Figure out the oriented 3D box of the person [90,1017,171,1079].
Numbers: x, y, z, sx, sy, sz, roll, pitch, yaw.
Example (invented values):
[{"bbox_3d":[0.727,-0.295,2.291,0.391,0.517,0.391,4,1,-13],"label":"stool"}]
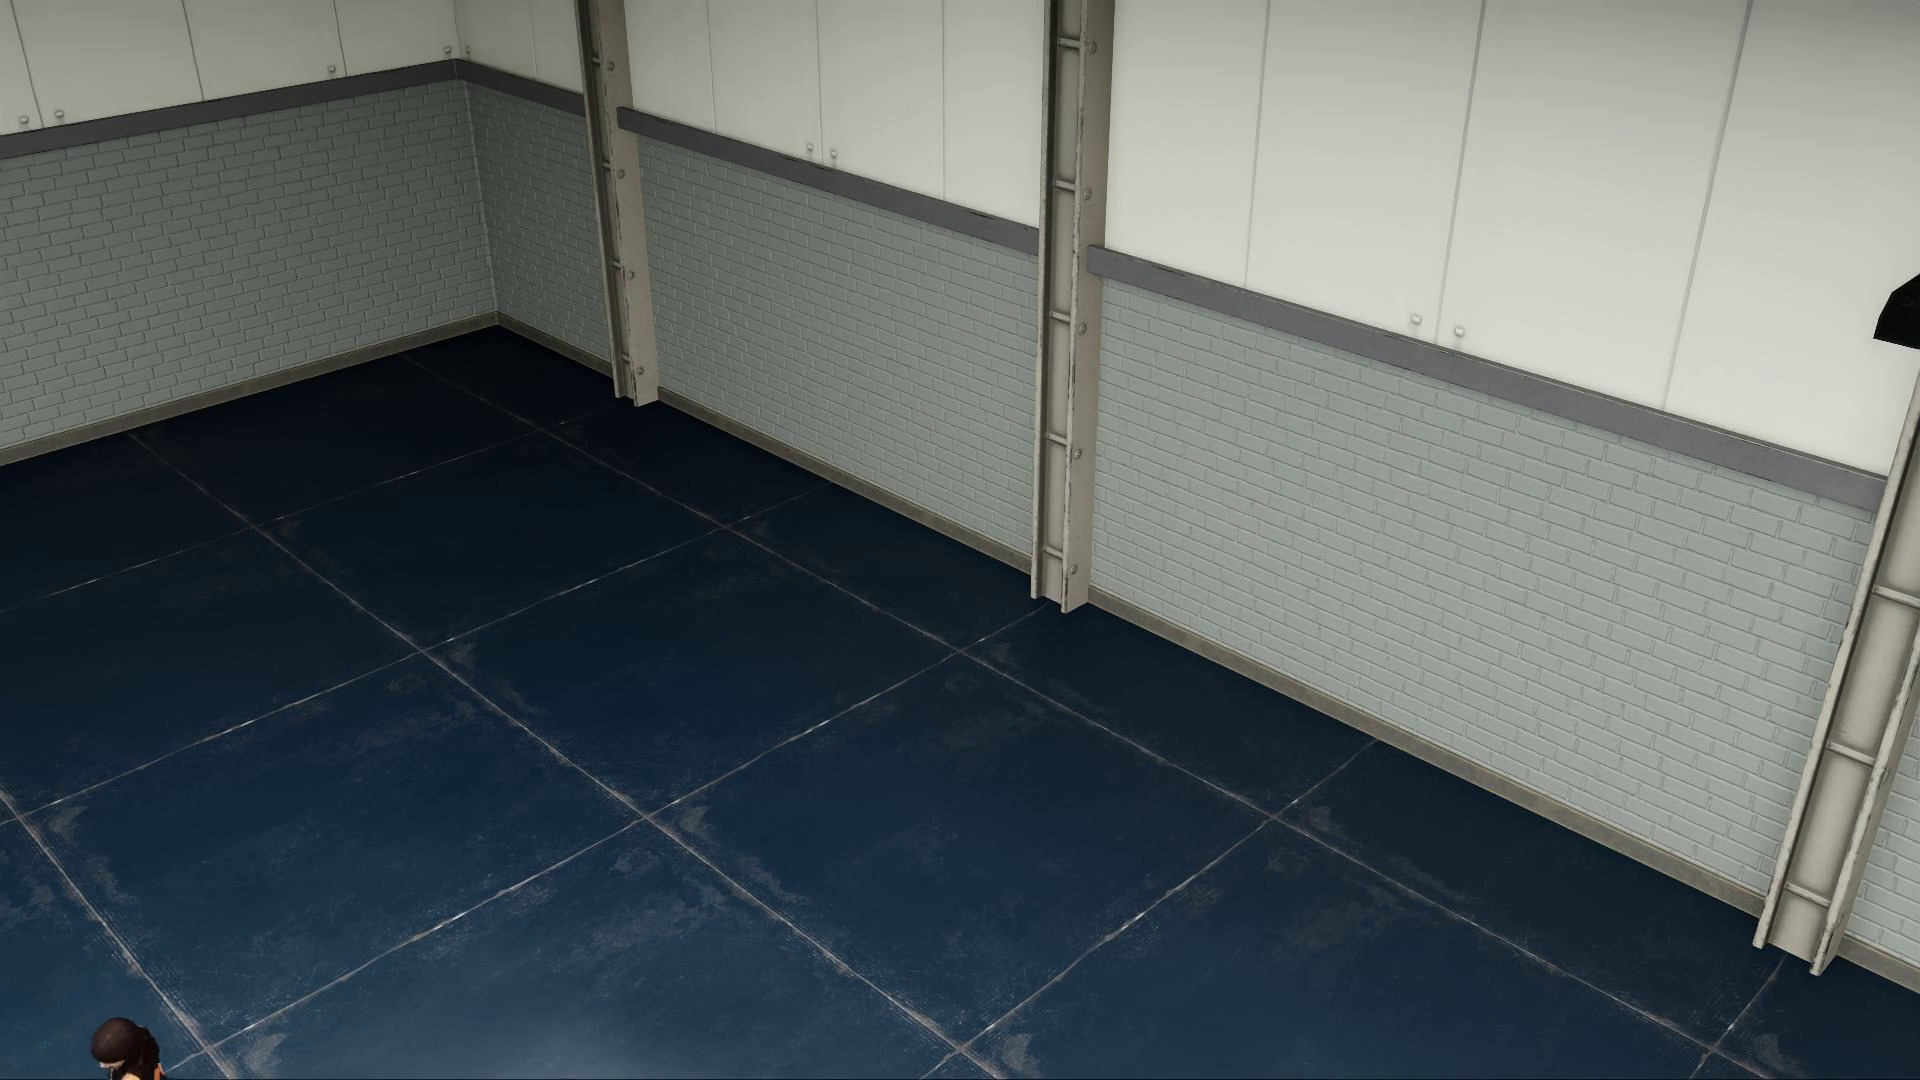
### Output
[{"bbox_3d":[-3.767,2.753,7.867,0.800,1.614,0.687,1,28,3],"label":"person"}]
